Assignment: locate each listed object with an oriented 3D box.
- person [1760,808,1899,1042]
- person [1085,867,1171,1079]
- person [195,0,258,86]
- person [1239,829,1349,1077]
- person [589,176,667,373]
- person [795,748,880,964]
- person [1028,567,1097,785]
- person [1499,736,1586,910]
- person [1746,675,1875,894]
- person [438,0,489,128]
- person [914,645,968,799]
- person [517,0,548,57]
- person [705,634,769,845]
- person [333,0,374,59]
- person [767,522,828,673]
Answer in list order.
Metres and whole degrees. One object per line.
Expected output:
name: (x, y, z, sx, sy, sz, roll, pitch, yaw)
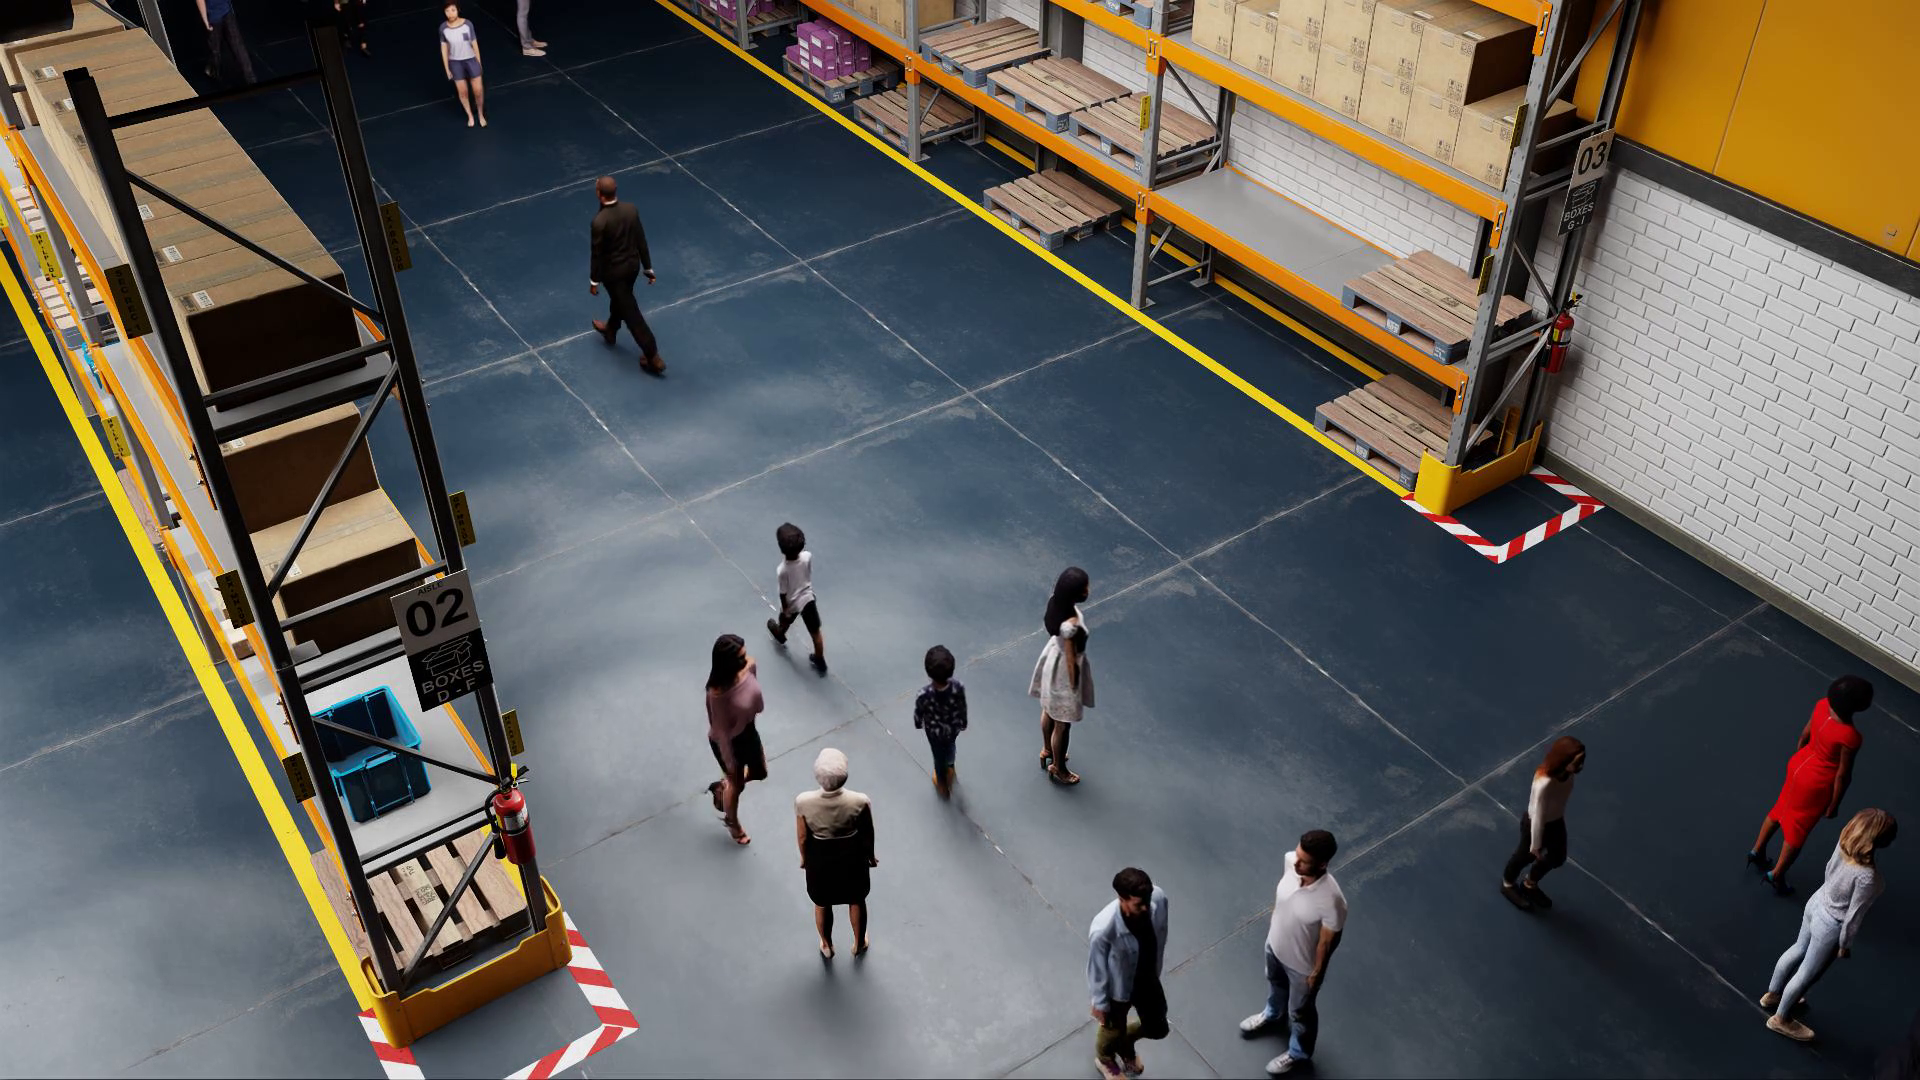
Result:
person: (4.961, 2.173, 9.492, 0.721, 1.796, 0.659, 6, 39, 7)
person: (0.875, 2.382, 9.228, 0.689, 1.799, 0.609, -23, 44, -26)
person: (-8.864, -6.256, 20.036, 1.275, 1.809, 0.894, 27, 46, 30)
person: (1.908, 2.272, 9.318, 0.777, 1.859, 0.572, -14, 41, -17)
person: (-3.029, -2.380, 15.148, 1.374, 1.851, 0.968, 27, 46, 30)
person: (-0.730, 1.897, 9.869, 0.701, 1.756, 0.708, -2, 39, -2)
person: (0.691, 0.901, 11.101, 0.812, 1.775, 0.712, -7, 39, -9)
person: (3.557, 1.713, 10.326, 0.595, 1.474, 0.583, -30, 48, -32)
person: (5.300, 1.509, 10.365, 0.707, 1.743, 0.583, -6, 39, -7)
person: (-5.805, -5.608, 19.433, 0.664, 1.548, 0.678, -9, 39, -11)
person: (-0.102, 1.246, 11.098, 0.577, 1.241, 0.618, -10, 40, -12)
person: (-5.558, -7.149, 21.051, 0.804, 1.938, 0.670, -4, 39, -5)
person: (-1.523, 1.256, 10.640, 0.839, 1.796, 0.750, 24, 44, 27)
person: (-7.766, -6.866, 21.071, 0.637, 1.471, 0.743, -29, 47, -31)
person: (-1.142, 0.446, 12.114, 0.513, 1.223, 0.878, -25, 45, -28)
